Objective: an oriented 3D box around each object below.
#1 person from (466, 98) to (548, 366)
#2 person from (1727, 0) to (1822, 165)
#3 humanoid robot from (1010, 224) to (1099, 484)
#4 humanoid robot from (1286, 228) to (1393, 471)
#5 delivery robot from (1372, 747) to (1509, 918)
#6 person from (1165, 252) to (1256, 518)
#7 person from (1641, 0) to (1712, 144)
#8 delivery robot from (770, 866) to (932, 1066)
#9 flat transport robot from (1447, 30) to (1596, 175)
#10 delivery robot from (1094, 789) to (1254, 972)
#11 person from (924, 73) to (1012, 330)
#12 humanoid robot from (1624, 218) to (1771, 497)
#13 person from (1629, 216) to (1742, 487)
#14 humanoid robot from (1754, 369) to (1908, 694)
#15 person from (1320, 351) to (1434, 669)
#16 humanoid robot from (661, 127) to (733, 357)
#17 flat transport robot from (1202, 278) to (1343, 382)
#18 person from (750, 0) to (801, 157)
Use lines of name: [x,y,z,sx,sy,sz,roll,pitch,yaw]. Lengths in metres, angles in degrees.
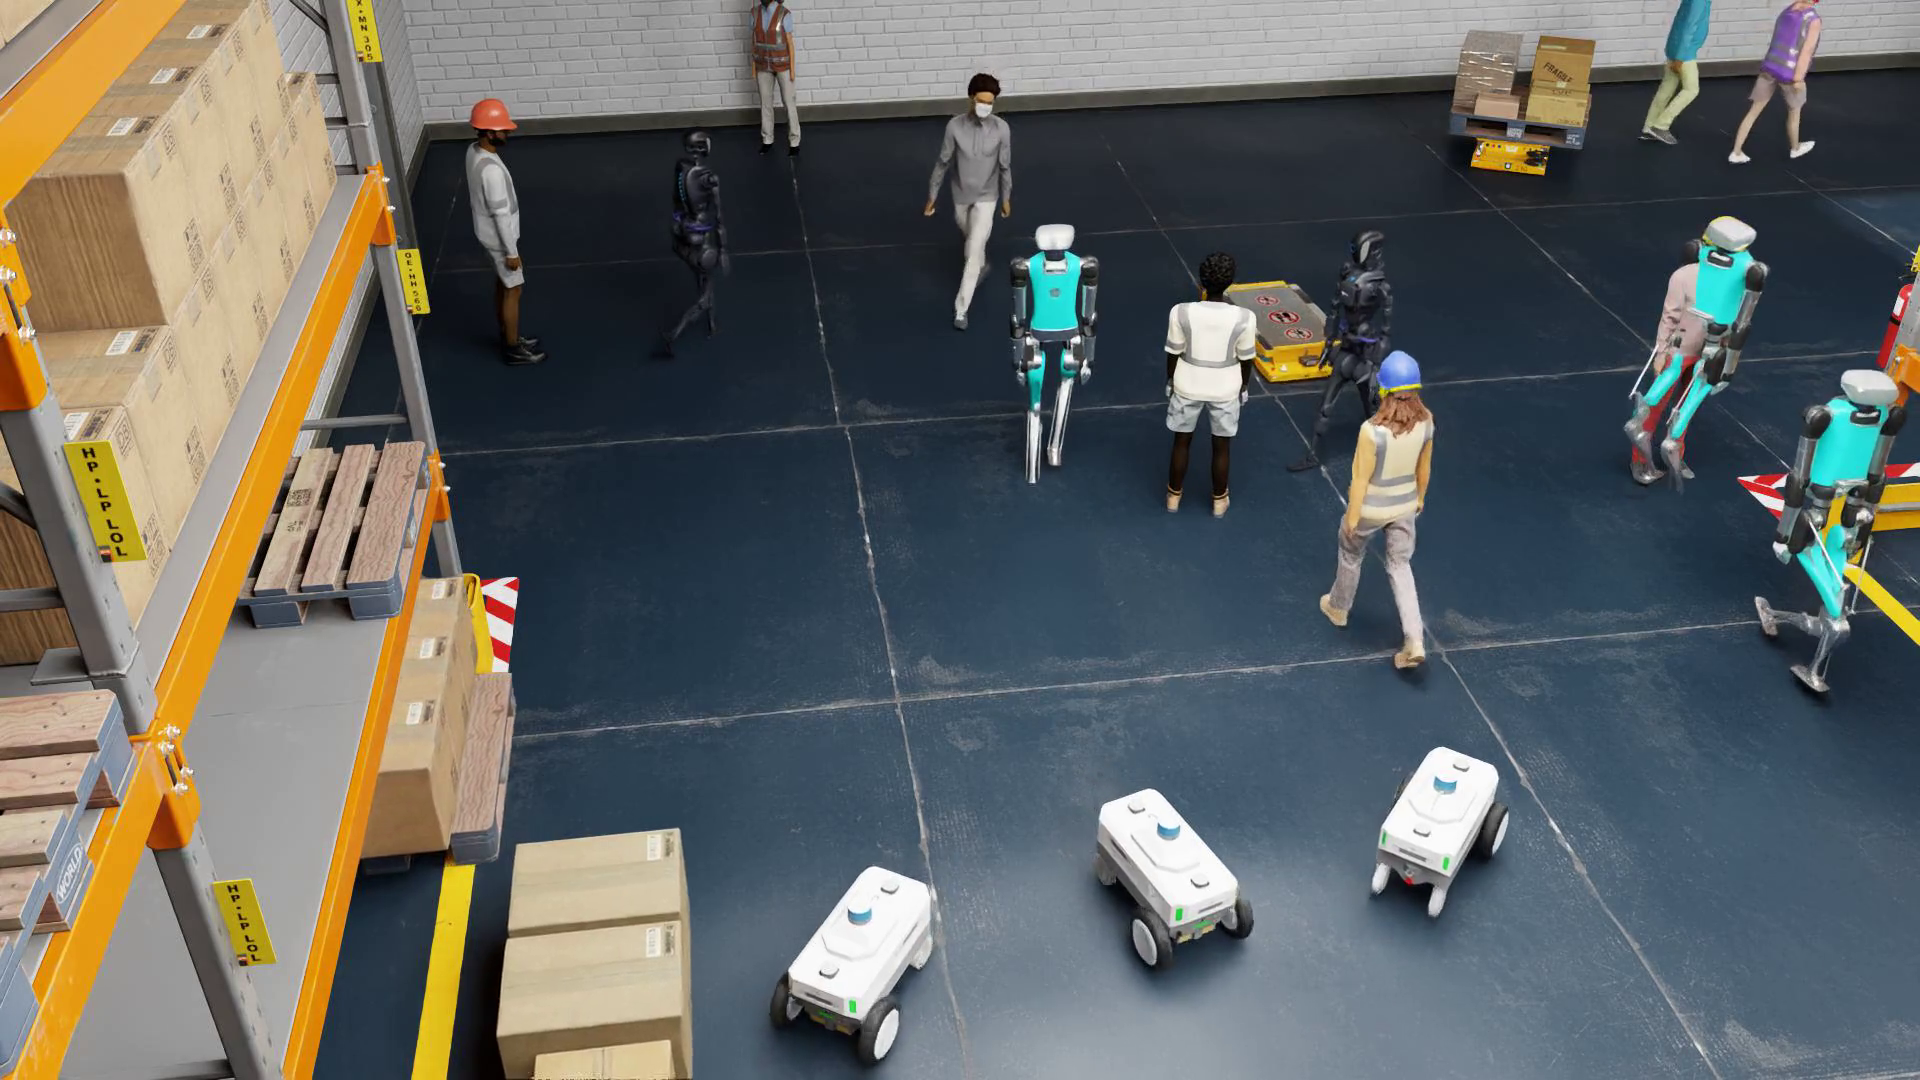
person: [-3.180,-2.132,11.611,0.382,1.924,0.546,-16,36,-23]
person: [7.501,-4.222,15.059,0.893,1.643,0.531,-15,36,-21]
humanoid robot: [0.564,-1.184,10.345,0.542,1.803,0.788,0,33,0]
humanoid robot: [2.499,-1.160,10.396,0.790,1.631,0.603,-15,36,-22]
delivery robot: [2.197,1.289,7.629,0.499,0.610,0.788,20,38,27]
person: [1.478,-0.908,9.943,0.535,1.690,0.318,6,34,9]
person: [6.782,-4.564,15.524,0.509,1.709,0.584,6,34,8]
delivery robot: [-0.421,1.752,6.924,0.499,0.614,0.808,15,36,22]
flat transport robot: [5.227,-3.789,15.658,0.659,0.231,1.431,12,35,17]
delivery robot: [0.912,1.469,7.345,0.499,0.600,0.802,-15,36,-22]
person: [0.080,-2.602,12.406,0.598,1.840,1.026,6,34,10]
humanoid robot: [4.366,-1.023,10.113,0.655,1.839,0.546,-22,39,-30]
person: [4.516,-1.160,10.261,0.523,1.768,0.306,-7,34,-11]
humanoid robot: [4.494,0.019,8.471,0.550,1.735,1.004,-5,33,-8]
person: [2.261,-0.148,8.727,0.473,1.751,0.817,-9,34,-13]
humanoid robot: [-1.959,-2.130,11.859,0.691,1.628,0.607,-26,41,-34]
flat transport robot: [2.340,-1.580,12.274,0.659,0.231,1.431,-7,34,-11]
person: [-1.703,-4.341,15.213,0.431,1.681,0.318,11,35,16]
